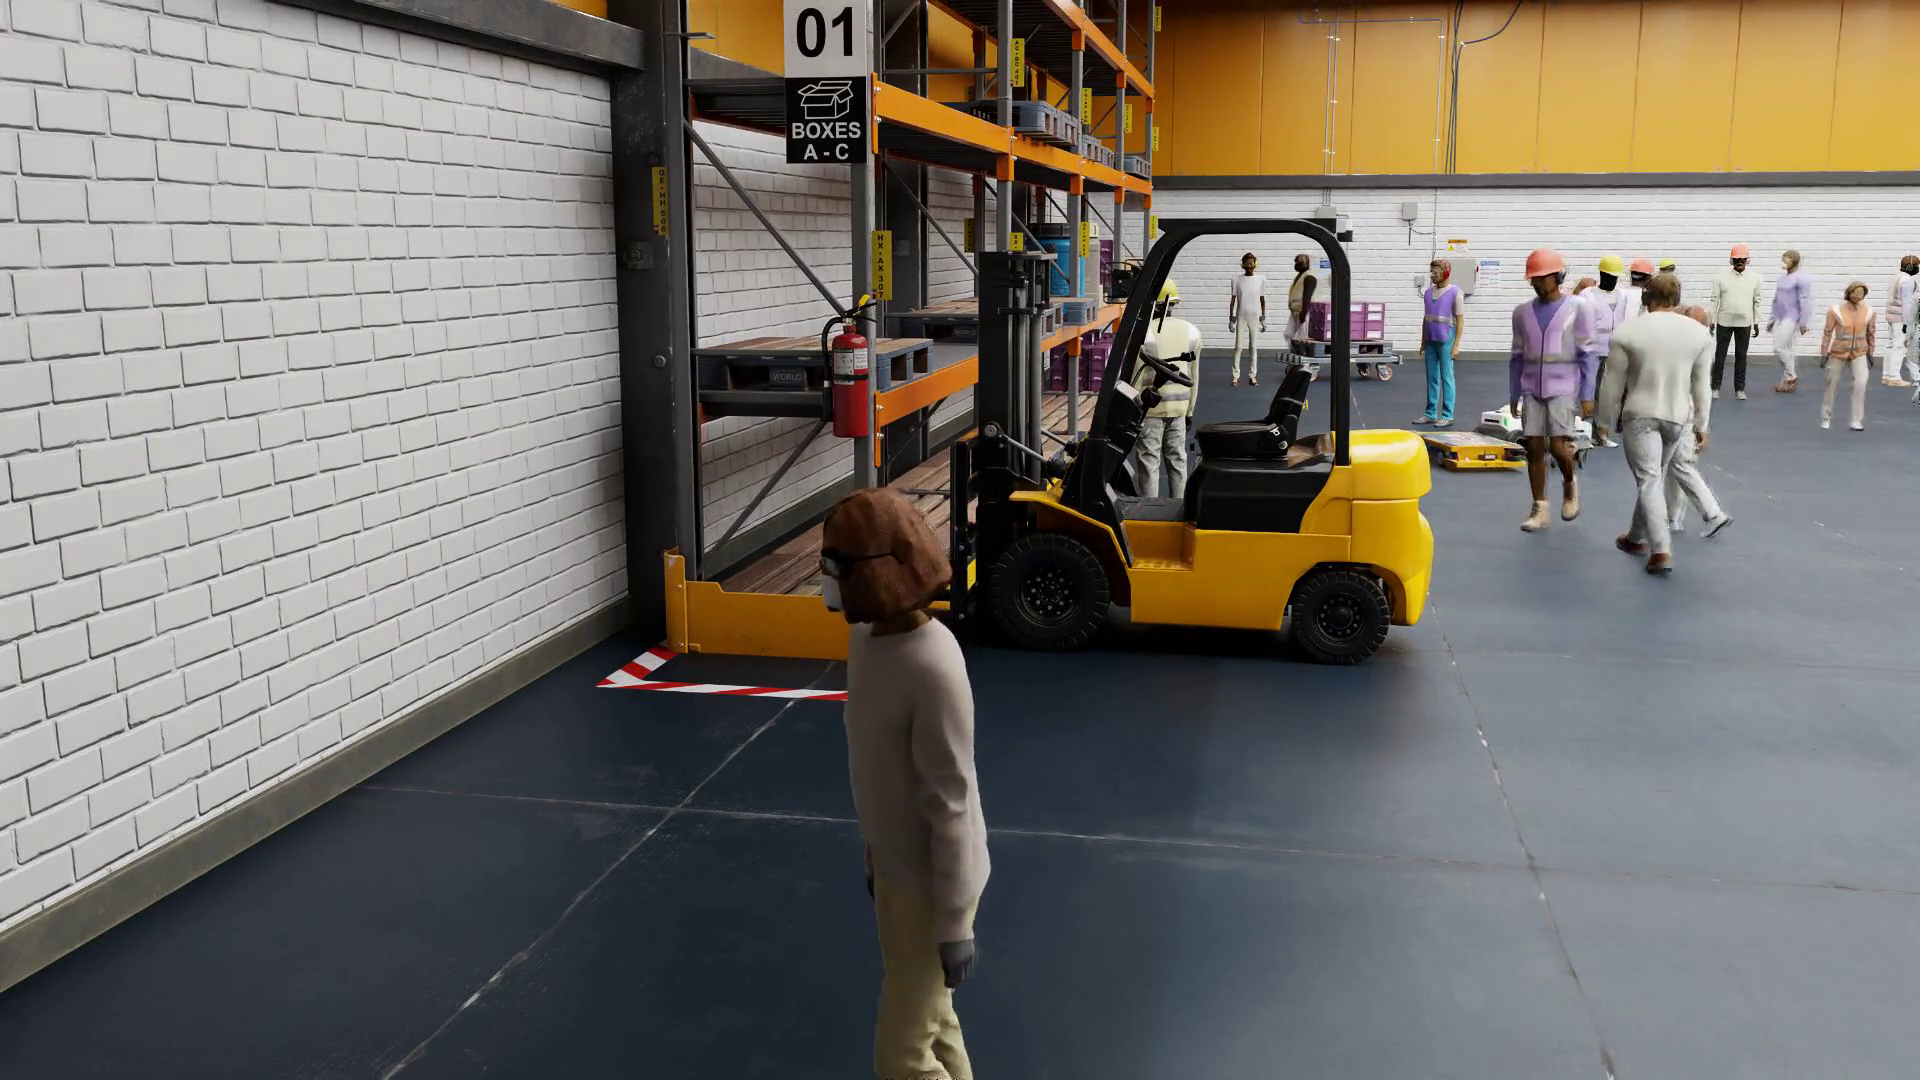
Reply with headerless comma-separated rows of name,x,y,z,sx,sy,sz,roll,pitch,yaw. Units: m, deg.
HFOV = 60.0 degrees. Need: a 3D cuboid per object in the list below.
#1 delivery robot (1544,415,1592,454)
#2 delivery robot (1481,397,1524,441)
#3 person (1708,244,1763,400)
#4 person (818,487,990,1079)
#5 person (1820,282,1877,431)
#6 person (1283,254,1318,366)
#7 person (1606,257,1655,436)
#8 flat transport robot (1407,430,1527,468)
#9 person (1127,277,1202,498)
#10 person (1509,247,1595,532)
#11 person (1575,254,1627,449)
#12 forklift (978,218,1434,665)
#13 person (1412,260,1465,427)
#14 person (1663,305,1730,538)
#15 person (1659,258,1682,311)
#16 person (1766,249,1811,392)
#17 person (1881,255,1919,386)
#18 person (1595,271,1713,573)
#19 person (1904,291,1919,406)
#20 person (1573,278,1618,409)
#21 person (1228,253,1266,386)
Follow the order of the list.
delivery robot,5.552,-1.015,15.327,0.477,0.478,0.707,0,10,3
delivery robot,5.356,-1.135,15.989,0.707,0.478,0.477,-6,12,-30
person,9.981,-2.803,21.434,0.622,1.993,0.382,3,11,17
person,-0.092,0.692,3.342,0.366,1.608,0.513,-4,11,-22
person,9.597,-1.963,17.937,0.566,1.601,0.782,2,11,13
person,5.280,-3.513,25.798,0.488,1.830,0.631,-2,11,-10
person,6.970,-2.026,17.500,0.617,1.888,0.954,10,14,42
flat transport robot,4.655,-0.853,15.478,0.652,0.197,1.431,-1,10,-6
person,1.366,-0.902,11.449,0.588,1.837,0.404,-5,12,-28
person,4.201,-1.063,11.831,0.636,2.019,0.539,10,14,43
person,6.363,-1.862,16.490,0.585,1.918,0.379,-4,11,-22
forklift,1.285,-0.567,8.635,2.313,2.155,1.214,2,11,11
person,5.323,-2.168,18.375,0.377,1.839,0.567,-5,11,-25
person,5.158,-0.823,11.679,0.648,1.628,0.523,8,13,38
person,10.975,-3.510,25.948,0.539,1.761,0.363,-4,11,-19
person,11.084,-2.933,22.339,0.455,1.919,0.642,0,10,0
person,13.264,-3.080,23.414,0.430,1.836,0.629,3,11,14
person,4.409,-0.754,10.557,0.646,1.887,1.050,0,10,0
person,11.894,-2.489,20.425,0.512,1.728,0.425,3,11,16
person,7.445,-2.284,19.655,0.801,1.592,0.523,7,13,34
person,4.050,-3.100,23.409,0.533,1.869,0.311,0,10,2
